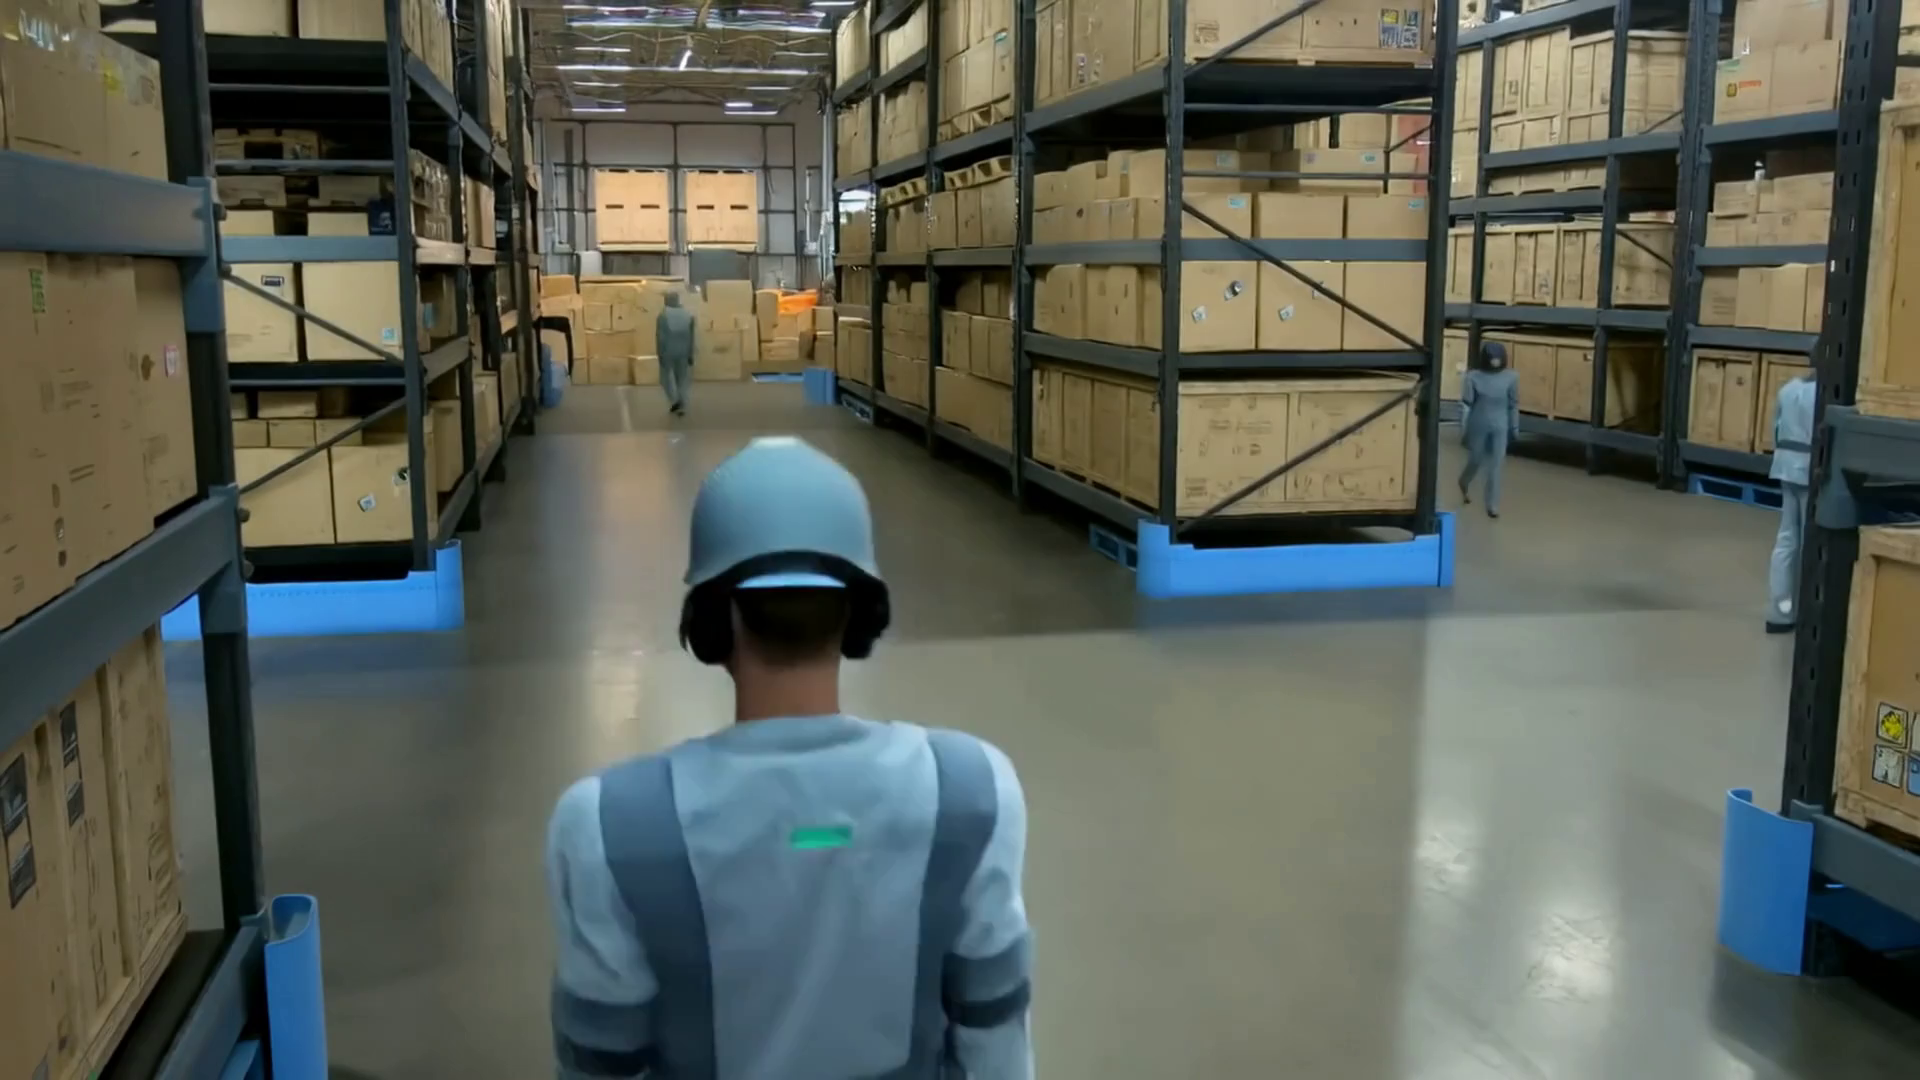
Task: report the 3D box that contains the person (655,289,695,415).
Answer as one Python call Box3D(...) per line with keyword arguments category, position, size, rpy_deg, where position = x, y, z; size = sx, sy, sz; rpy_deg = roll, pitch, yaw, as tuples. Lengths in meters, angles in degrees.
Box3D(category="person", position=(-4.279, -2.802, 24.912), size=(0.657, 1.893, 0.415), rpy_deg=(-6, 11, -33))

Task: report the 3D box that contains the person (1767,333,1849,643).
Box3D(category="person", position=(5.043, -0.314, 9.884), size=(0.390, 1.846, 0.564), rpy_deg=(-2, 9, -10))

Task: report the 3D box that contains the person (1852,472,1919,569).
Box3D(category="person", position=(6.886, -0.674, 12.030), size=(0.945, 1.875, 0.602), rpy_deg=(1, 9, 8))

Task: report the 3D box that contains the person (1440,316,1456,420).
Box3D(category="person", position=(6.928, -2.489, 23.778), size=(0.315, 1.636, 0.515), rpy_deg=(-2, 9, -10))

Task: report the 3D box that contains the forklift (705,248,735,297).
Box3D(category="forklift", position=(-7.585, -7.872, 52.804), size=(1.129, 2.768, 1.873), rpy_deg=(-7, 12, -38))

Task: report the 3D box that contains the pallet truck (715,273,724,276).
Box3D(category="pallet truck", position=(-8.580, -8.986, 62.280), size=(1.885, 1.965, 0.823), rpy_deg=(1, 9, 5))

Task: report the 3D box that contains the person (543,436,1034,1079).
Box3D(category="person", position=(-0.177, 0.887, 2.070), size=(0.614, 2.018, 0.804), rpy_deg=(-3, 10, -18))

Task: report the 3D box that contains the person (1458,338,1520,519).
Box3D(category="person", position=(4.692, -1.012, 14.865), size=(0.525, 1.601, 0.626), rpy_deg=(0, 9, 2))
